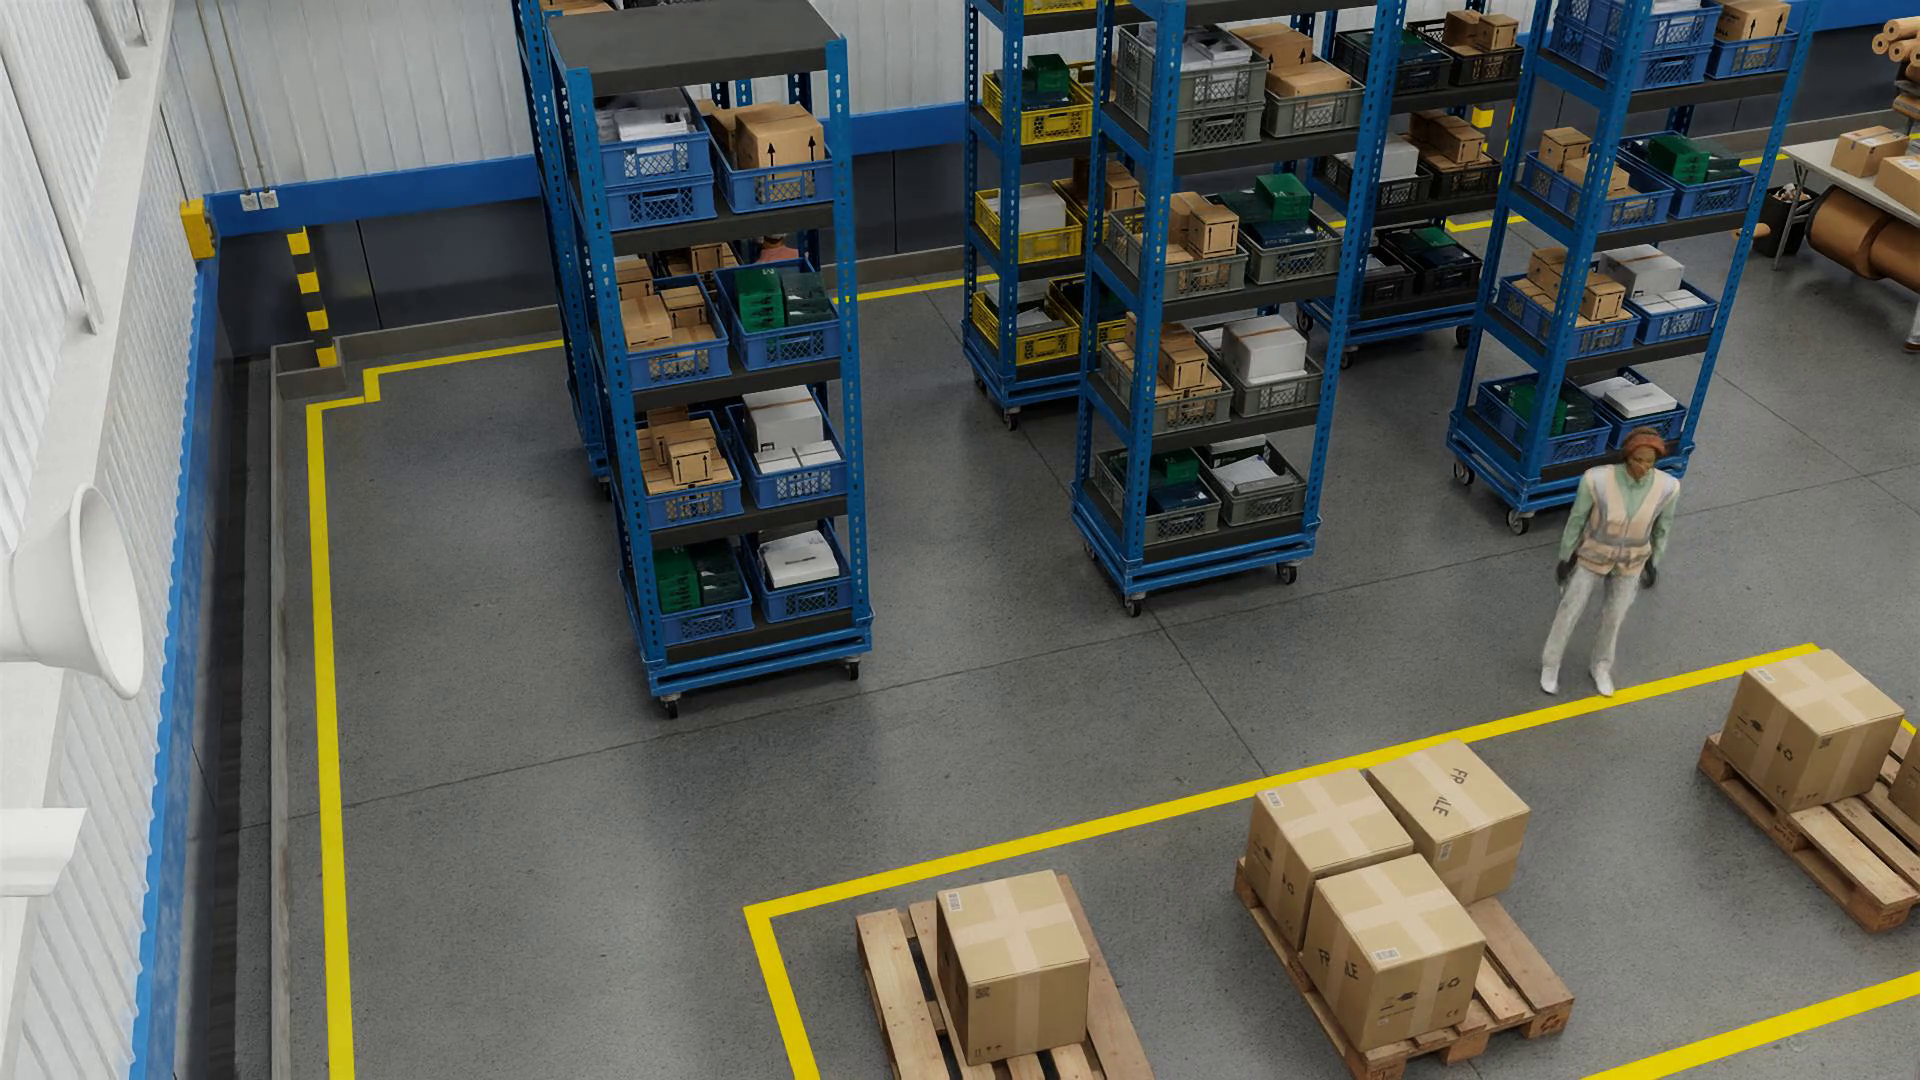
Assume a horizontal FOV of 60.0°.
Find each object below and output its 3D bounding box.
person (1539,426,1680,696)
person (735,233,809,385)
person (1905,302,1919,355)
[{"bbox_3d":[3.386,0.114,8.691,0.522,1.636,0.310,4,35,5],"label":"person"},{"bbox_3d":[-1.119,-1.167,10.219,0.625,1.980,0.411,-29,45,-35],"label":"person"},{"bbox_3d":[7.073,-2.083,11.557,0.371,1.932,0.629,-1,35,-1],"label":"person"}]
